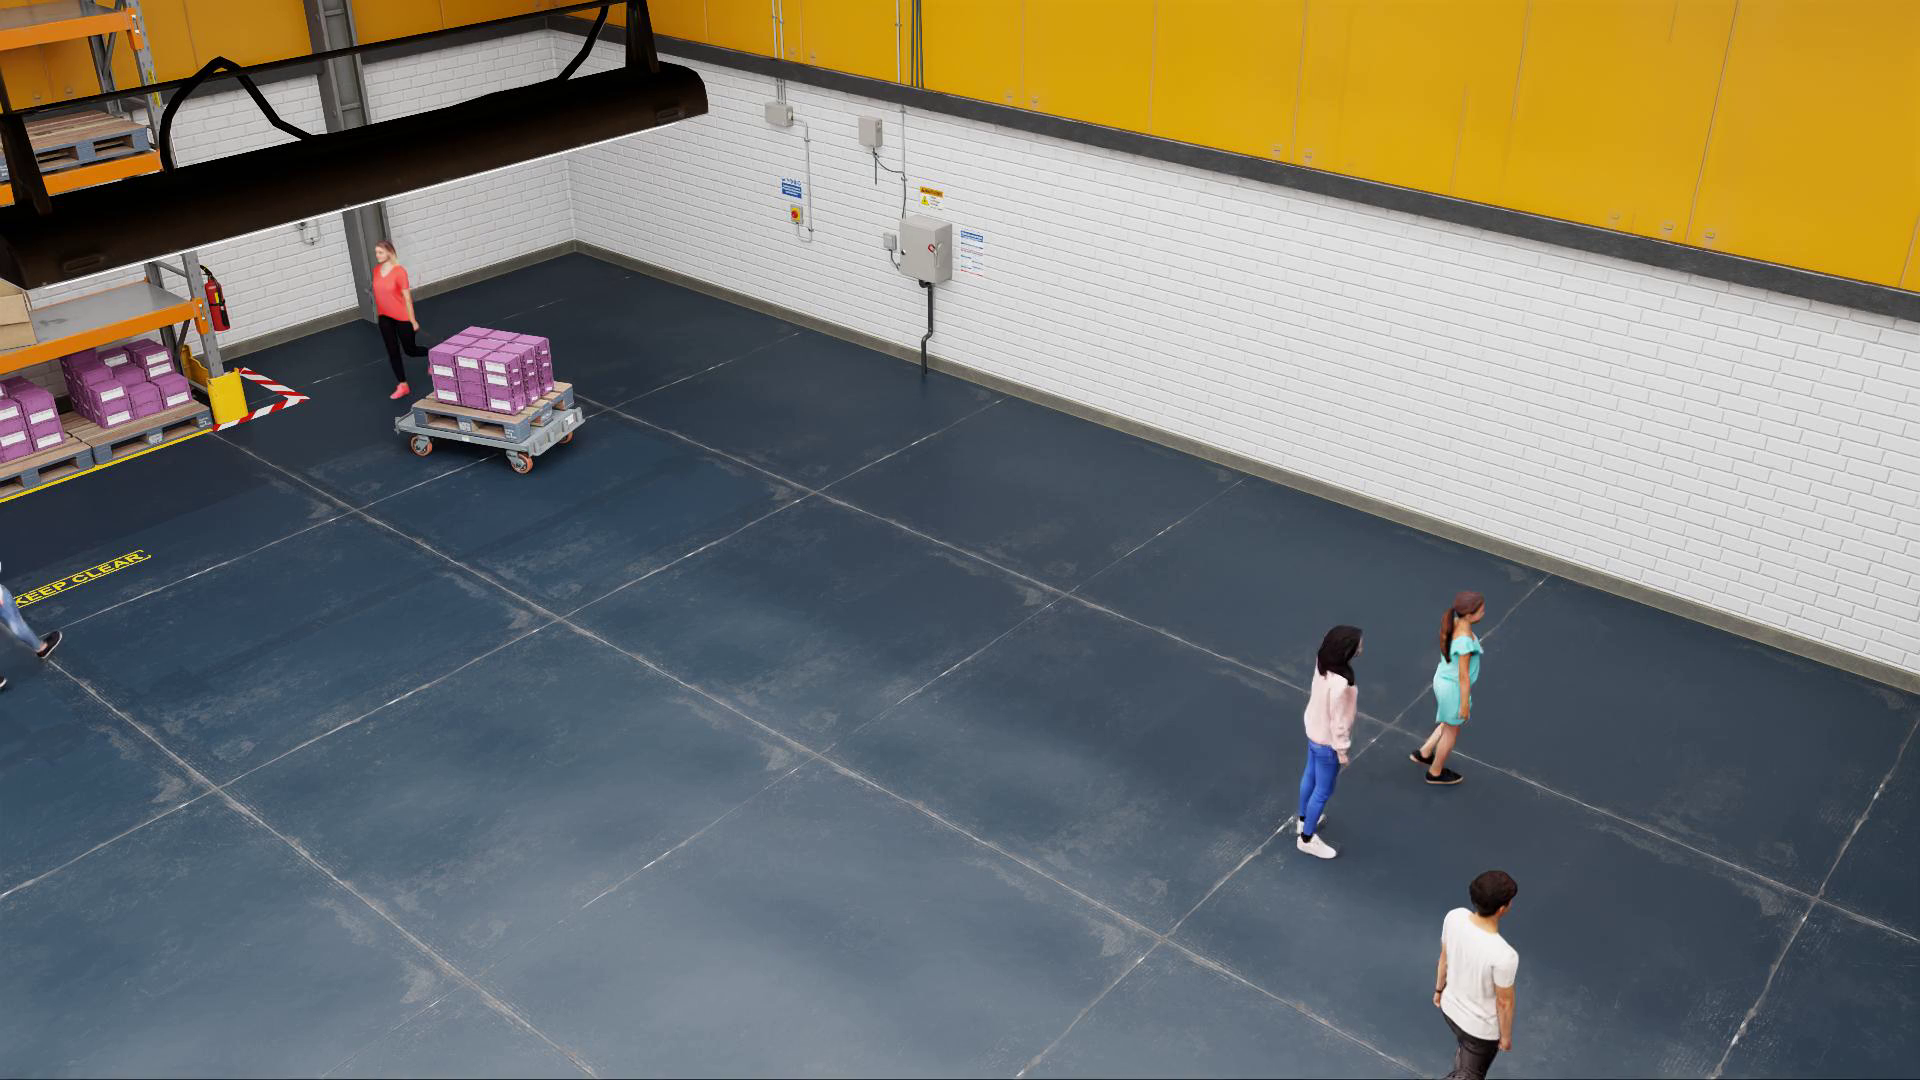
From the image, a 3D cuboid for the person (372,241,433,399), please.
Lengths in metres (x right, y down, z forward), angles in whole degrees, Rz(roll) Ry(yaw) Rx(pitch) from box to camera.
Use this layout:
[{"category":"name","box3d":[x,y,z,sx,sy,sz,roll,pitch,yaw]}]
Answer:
[{"category":"person","box3d":[-5.832,-2.331,17.405,0.778,1.673,1.016,12,31,21]}]

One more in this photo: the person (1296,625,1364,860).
[{"category":"person","box3d":[2.343,1.246,10.762,0.834,1.755,0.733,-4,29,-8]}]

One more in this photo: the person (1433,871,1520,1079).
[{"category":"person","box3d":[2.606,2.451,8.608,1.123,1.703,0.935,-11,31,-20]}]

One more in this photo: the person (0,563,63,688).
[{"category":"person","box3d":[-7.369,0.426,12.364,0.919,1.660,1.116,6,29,12]}]

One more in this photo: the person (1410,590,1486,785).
[{"category":"person","box3d":[3.314,1.017,11.398,0.757,1.548,0.698,-1,29,-1]}]
